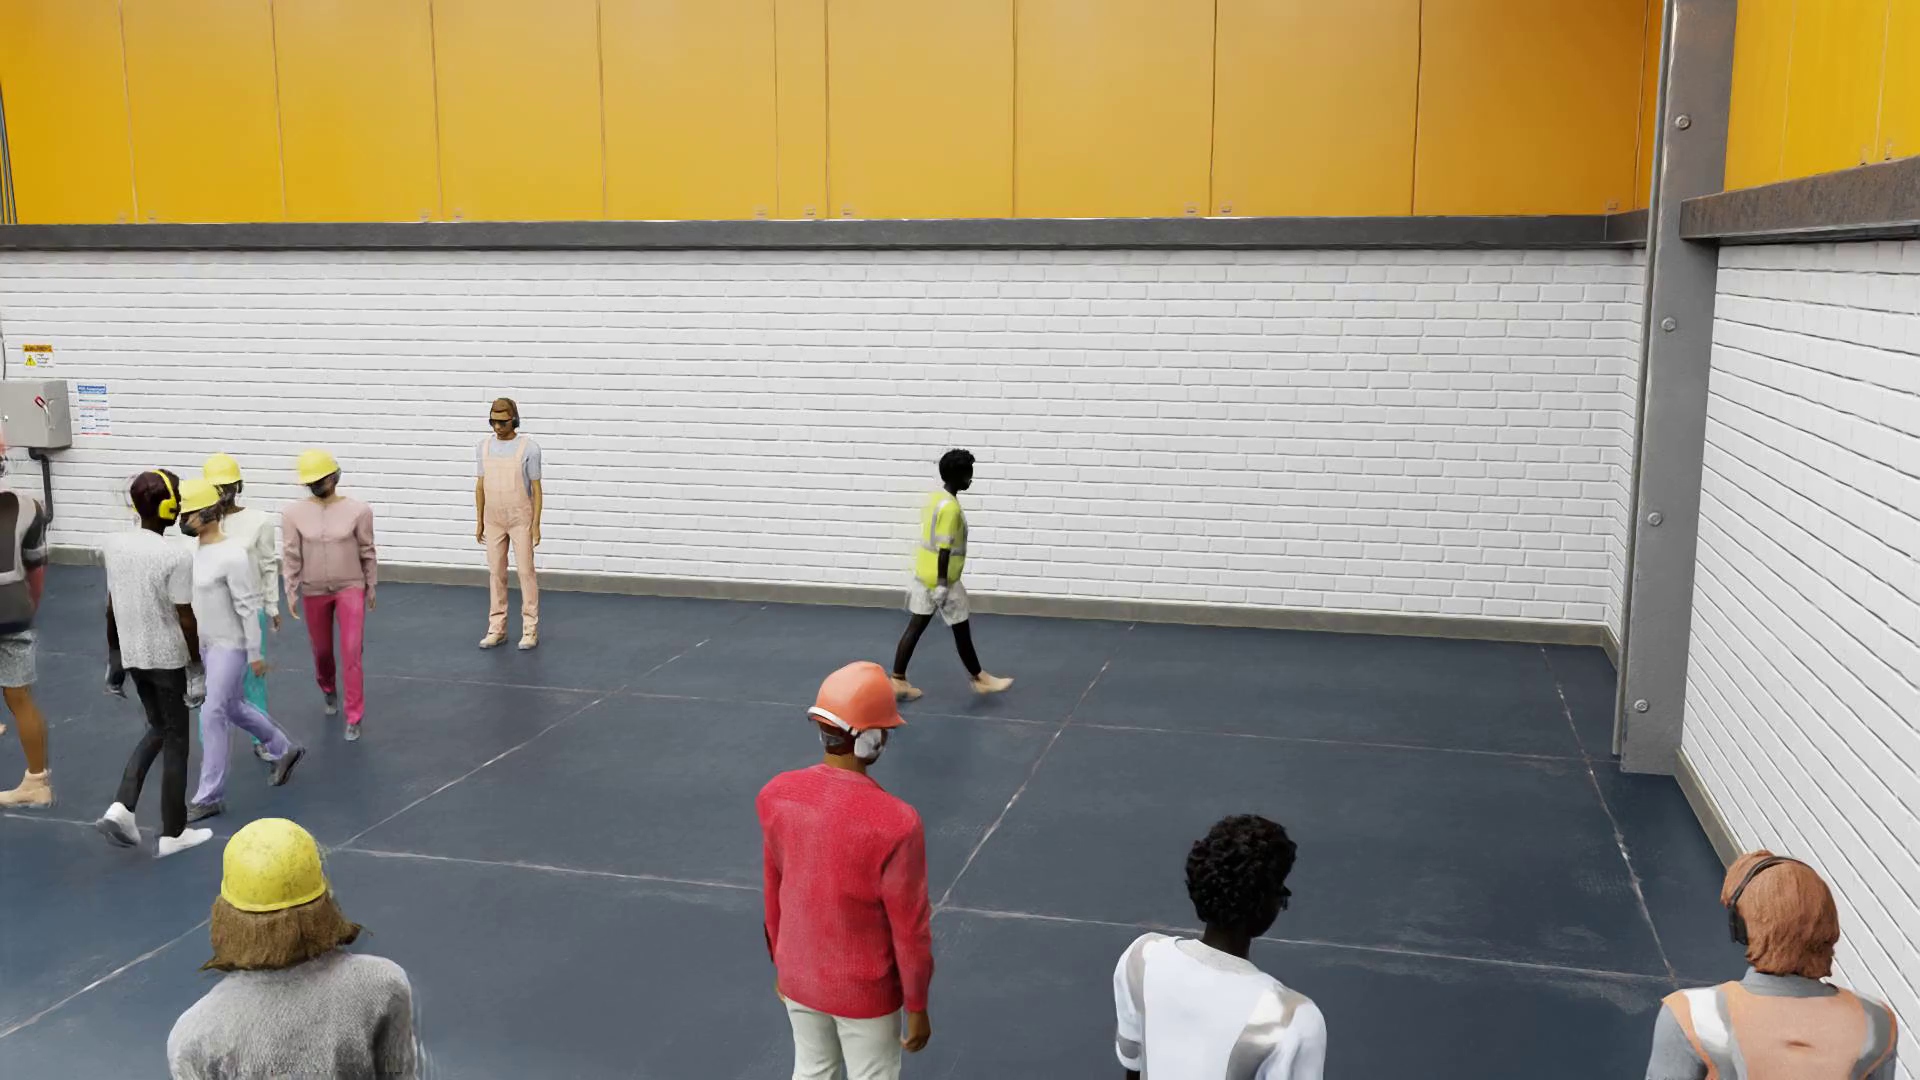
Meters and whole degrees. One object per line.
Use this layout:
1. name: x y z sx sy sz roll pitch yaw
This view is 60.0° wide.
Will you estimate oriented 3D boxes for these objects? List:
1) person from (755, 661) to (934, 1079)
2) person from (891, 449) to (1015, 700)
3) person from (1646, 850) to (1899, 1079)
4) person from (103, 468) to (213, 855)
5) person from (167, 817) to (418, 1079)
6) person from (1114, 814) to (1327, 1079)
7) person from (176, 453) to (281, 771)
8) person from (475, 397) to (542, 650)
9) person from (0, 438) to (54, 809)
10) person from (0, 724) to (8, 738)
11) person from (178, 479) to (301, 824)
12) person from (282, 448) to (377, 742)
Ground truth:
1. person: -0.300 1.194 4.627 0.569 1.740 0.354 7 12 36
2. person: -0.081 0.230 10.578 0.841 1.638 0.594 -2 10 -13
3. person: 1.653 1.449 3.453 0.524 1.630 0.313 -1 10 -3
4. person: -3.808 0.590 7.845 0.555 1.852 0.453 3 10 20
5. person: -1.350 1.412 3.465 0.483 1.702 0.909 -5 11 -28
6. person: 0.546 1.406 3.540 0.320 1.686 0.539 -9 13 -42
7. person: -4.058 0.394 9.258 0.524 1.769 0.316 -5 11 -28
8. person: -3.273 -0.119 12.064 0.505 1.841 0.346 1 10 8
9. person: -4.925 0.414 8.396 0.430 2.018 0.608 9 13 43
10. person: -5.989 0.264 9.341 0.622 2.010 0.970 5 11 29
11. person: -3.775 0.527 8.575 0.520 1.731 0.807 7 12 36
12. person: -3.767 0.290 9.999 0.524 1.741 0.772 -2 10 -13
